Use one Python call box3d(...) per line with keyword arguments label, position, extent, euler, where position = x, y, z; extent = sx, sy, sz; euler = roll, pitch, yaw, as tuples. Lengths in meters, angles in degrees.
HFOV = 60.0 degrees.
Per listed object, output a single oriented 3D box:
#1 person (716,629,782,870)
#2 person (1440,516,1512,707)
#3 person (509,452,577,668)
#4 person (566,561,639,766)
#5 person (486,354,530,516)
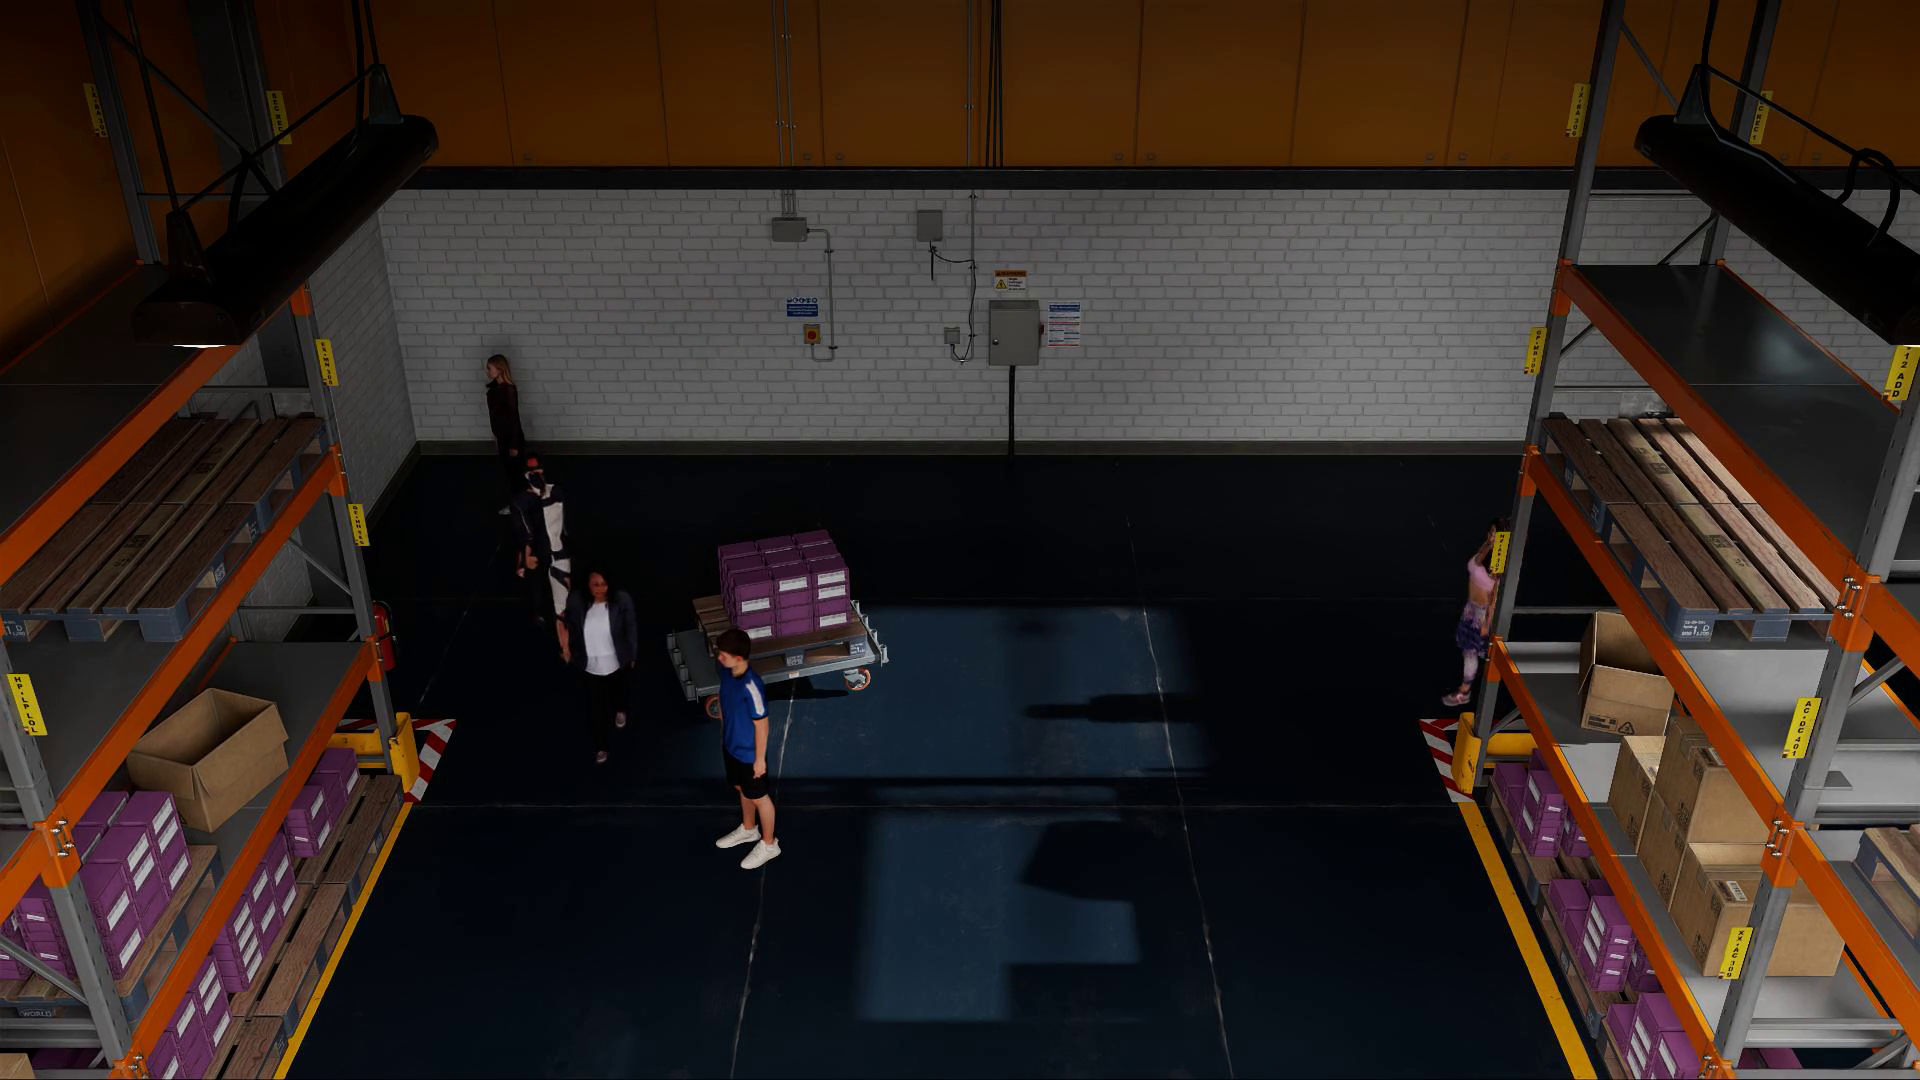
box3d(label="person", position=(-1.450, 1.386, 11.354), extent=(0.802, 1.866, 0.718), euler=(-20, 35, -33))
box3d(label="person", position=(4.148, 0.573, 12.969), extent=(0.734, 1.747, 0.804), euler=(-3, 29, -5))
box3d(label="person", position=(-3.423, 0.115, 13.682), extent=(0.987, 1.869, 1.164), euler=(-15, 32, -25))
box3d(label="person", position=(-2.691, 0.855, 12.658), extent=(0.799, 1.549, 1.122), euler=(-5, 29, -9))
box3d(label="person", position=(-4.292, -0.976, 15.852), extent=(0.735, 1.705, 0.644), euler=(-20, 35, -33))
